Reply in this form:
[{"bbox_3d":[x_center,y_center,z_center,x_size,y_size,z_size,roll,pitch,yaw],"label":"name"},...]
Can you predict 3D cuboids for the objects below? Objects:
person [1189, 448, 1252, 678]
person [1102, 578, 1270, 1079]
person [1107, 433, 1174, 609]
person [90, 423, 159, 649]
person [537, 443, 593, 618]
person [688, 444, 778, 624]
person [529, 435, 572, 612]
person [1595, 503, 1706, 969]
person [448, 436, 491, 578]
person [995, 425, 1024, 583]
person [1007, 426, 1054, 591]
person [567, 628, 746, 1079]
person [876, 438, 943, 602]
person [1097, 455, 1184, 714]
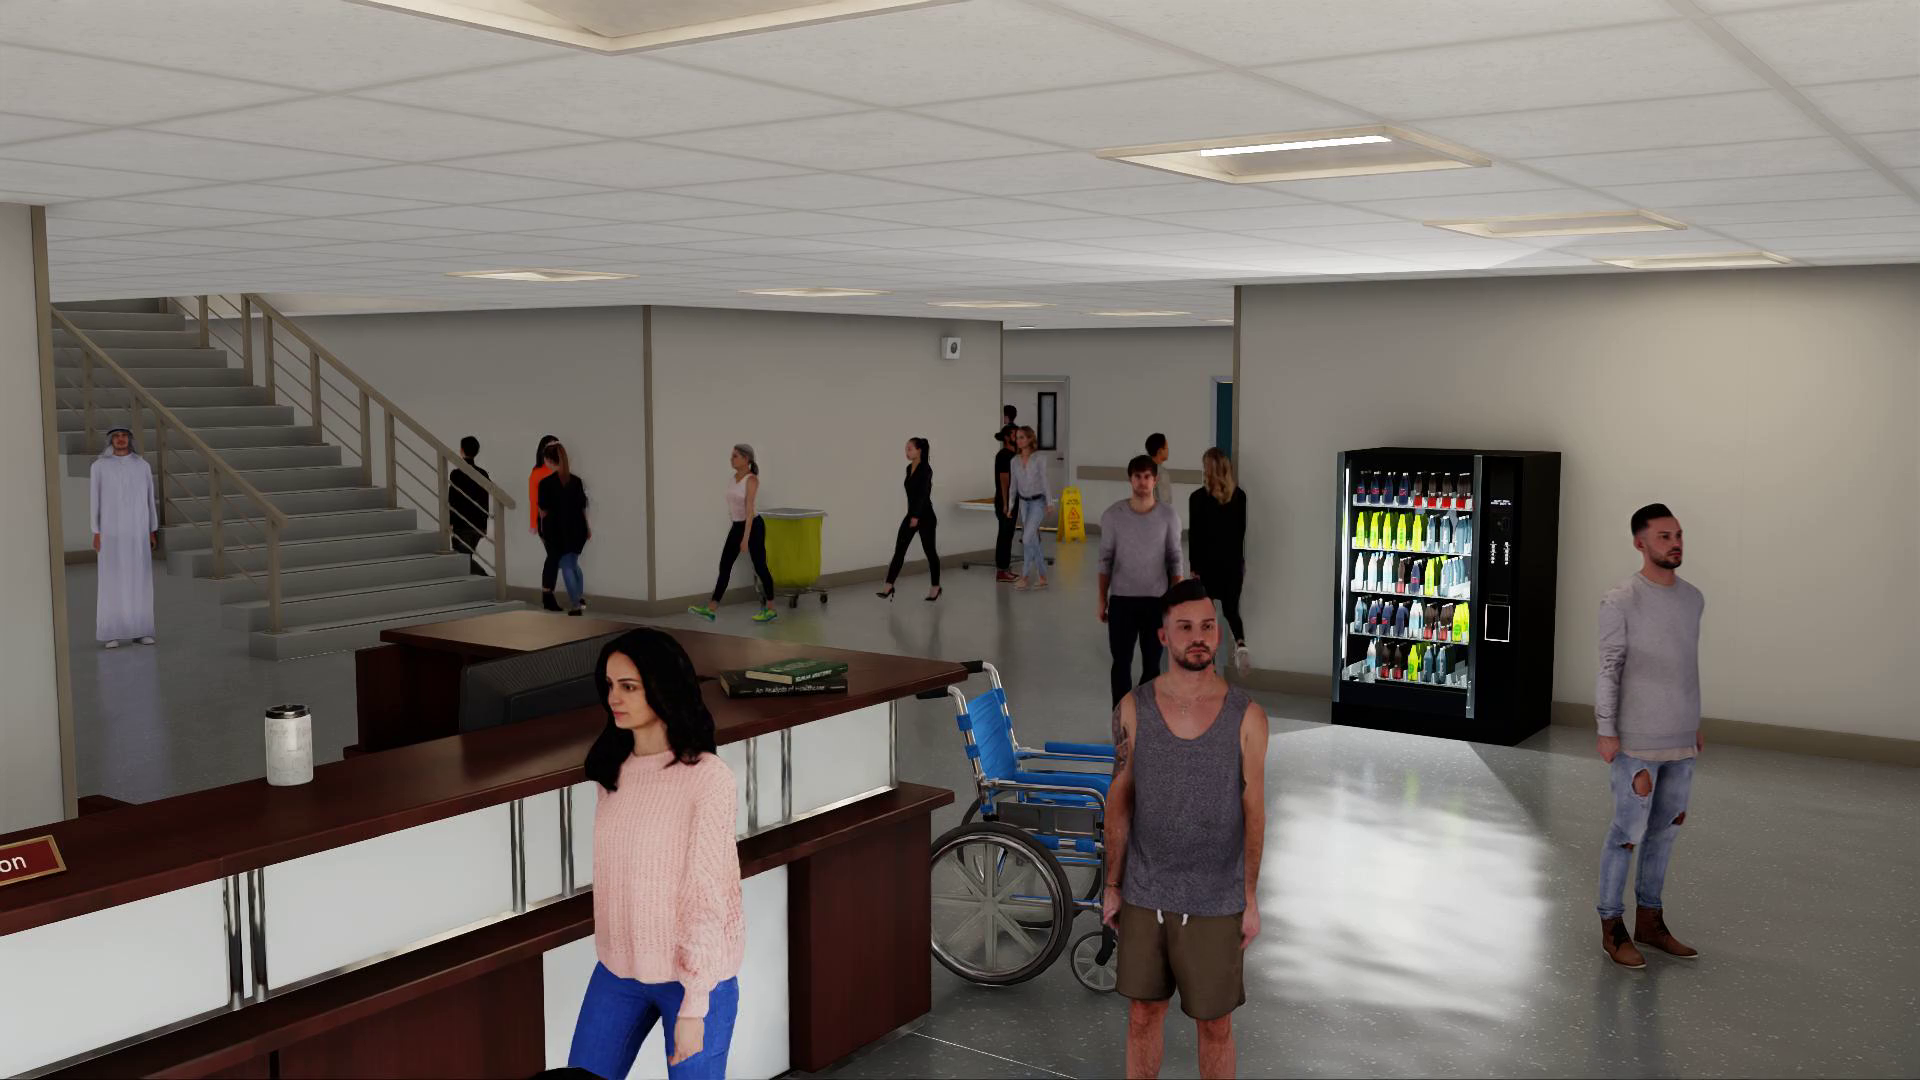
[{"bbox_3d":[1.936,0.233,12.244,0.943,1.780,1.022,-1,6,-13],"label":"person"},{"bbox_3d":[0.663,1.021,4.943,0.615,1.849,0.776,2,6,16],"label":"person"},{"bbox_3d":[1.693,-0.046,14.978,1.108,1.789,1.072,-1,6,-14],"label":"person"},{"bbox_3d":[-7.212,-0.052,14.351,0.751,1.926,0.709,-5,8,-41],"label":"person"},{"bbox_3d":[-3.701,-0.063,15.719,0.753,1.674,0.786,-4,7,-32],"label":"person"},{"bbox_3d":[-1.901,-0.032,15.468,0.916,1.662,1.126,-4,7,-38],"label":"person"},{"bbox_3d":[-4.071,-0.158,16.341,0.600,1.738,0.608,4,7,34],"label":"person"},{"bbox_3d":[2.778,0.762,6.686,0.765,1.839,0.757,-2,6,-23],"label":"person"},{"bbox_3d":[-4.877,-0.169,16.644,0.988,1.699,0.756,3,6,24],"label":"person"},{"bbox_3d":[0.531,-0.419,18.838,0.702,1.758,0.706,1,6,10],"label":"person"},{"bbox_3d":[0.830,-0.333,17.934,0.814,1.768,0.711,4,7,37],"label":"person"},{"bbox_3d":[-0.646,1.074,4.016,0.635,1.754,0.710,4,7,32],"label":"person"},{"bbox_3d":[-0.338,-0.179,16.854,0.823,1.676,0.995,-4,7,-37],"label":"person"},{"bbox_3d":[1.131,0.380,10.519,0.825,1.832,0.902,0,6,1],"label":"person"}]
